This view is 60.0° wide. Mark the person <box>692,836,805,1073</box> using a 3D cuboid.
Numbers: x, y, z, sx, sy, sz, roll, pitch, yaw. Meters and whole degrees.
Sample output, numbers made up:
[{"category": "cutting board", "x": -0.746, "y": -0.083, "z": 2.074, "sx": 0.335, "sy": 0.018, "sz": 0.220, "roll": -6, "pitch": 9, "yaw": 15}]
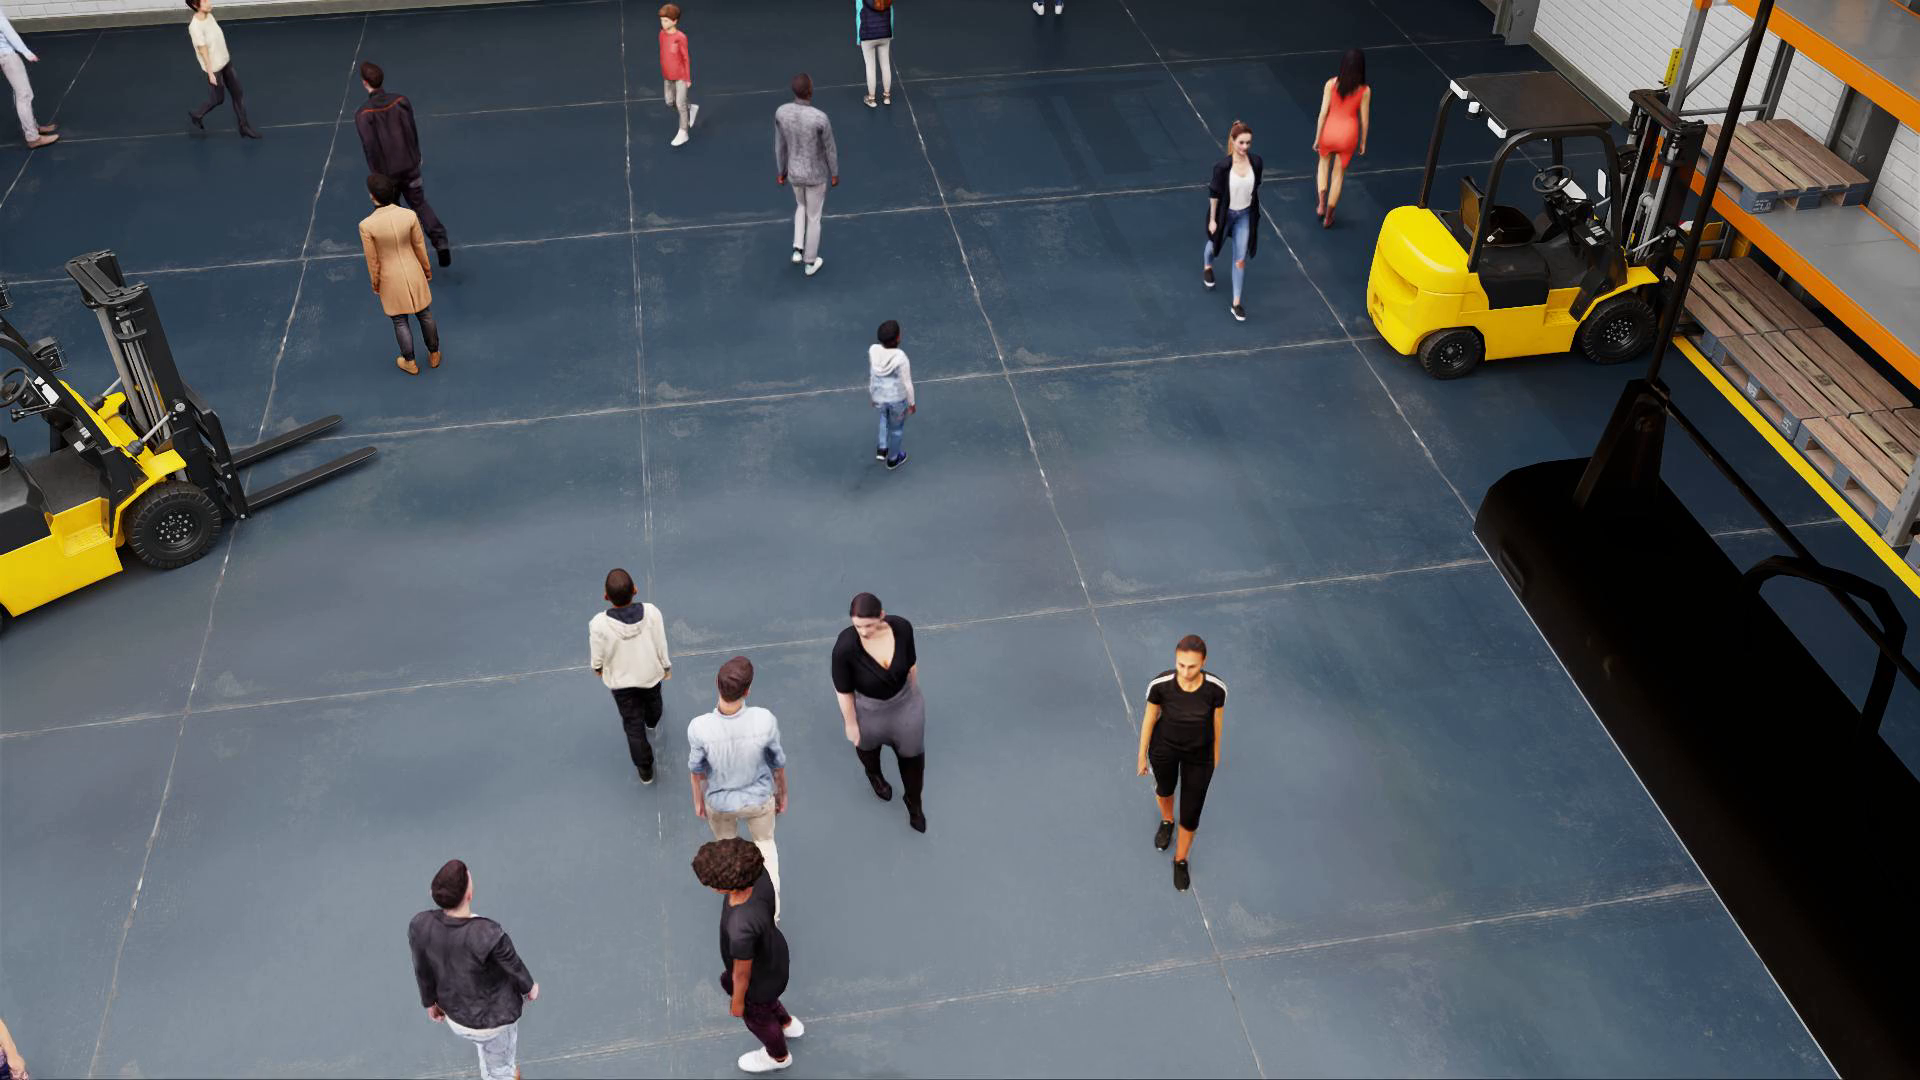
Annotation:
[{"category": "person", "x": -0.917, "y": 2.041, "z": 8.062, "sx": 0.745, "sy": 1.761, "sz": 0.615, "roll": 1, "pitch": 39, "yaw": 2}]

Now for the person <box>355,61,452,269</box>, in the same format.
[{"category": "person", "x": -4.885, "y": -3.224, "z": 14.554, "sx": 1.036, "sy": 1.887, "sz": 1.210, "roll": -29, "pitch": 47, "yaw": -32}]

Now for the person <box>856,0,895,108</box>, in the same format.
[{"category": "person", "x": -0.885, "y": -5.307, "z": 17.470, "sx": 0.617, "sy": 1.501, "sz": 0.637, "roll": -14, "pitch": 41, "yaw": -17}]

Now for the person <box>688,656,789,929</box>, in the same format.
[{"category": "person", "x": -1.148, "y": 1.424, "z": 8.781, "sx": 0.682, "sy": 1.828, "sz": 0.949, "roll": -10, "pitch": 40, "yaw": -12}]

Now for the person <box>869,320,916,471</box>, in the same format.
[{"category": "person", "x": -0.552, "y": -1.051, "z": 12.343, "sx": 0.601, "sy": 1.249, "sz": 0.655, "roll": 19, "pitch": 42, "yaw": 22}]

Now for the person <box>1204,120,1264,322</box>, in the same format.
[{"category": "person", "x": 2.284, "y": -2.793, "z": 14.217, "sx": 0.625, "sy": 1.633, "sz": 1.100, "roll": -6, "pitch": 39, "yaw": -8}]

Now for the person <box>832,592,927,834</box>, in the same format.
[{"category": "person", "x": -0.504, "y": 0.890, "z": 9.533, "sx": 0.795, "sy": 1.723, "sz": 0.884, "roll": -18, "pitch": 42, "yaw": -21}]

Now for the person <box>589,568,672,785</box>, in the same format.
[{"category": "person", "x": -1.917, "y": 0.839, "z": 9.840, "sx": 0.694, "sy": 1.420, "sz": 0.948, "roll": -12, "pitch": 40, "yaw": -14}]

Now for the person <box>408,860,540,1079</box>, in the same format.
[{"category": "person", "x": -2.279, "y": 2.255, "z": 7.744, "sx": 0.789, "sy": 1.824, "sz": 0.827, "roll": 13, "pitch": 40, "yaw": 16}]

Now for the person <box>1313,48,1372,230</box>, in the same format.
[{"category": "person", "x": 3.452, "y": -3.626, "z": 15.202, "sx": 0.728, "sy": 1.706, "sz": 0.746, "roll": 11, "pitch": 40, "yaw": 14}]

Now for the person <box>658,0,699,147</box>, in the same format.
[{"category": "person", "x": -2.829, "y": -4.737, "z": 16.833, "sx": 0.774, "sy": 1.406, "sz": 0.845, "roll": 21, "pitch": 43, "yaw": 24}]

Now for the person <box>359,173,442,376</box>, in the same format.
[{"category": "person", "x": -4.478, "y": -2.125, "z": 13.308, "sx": 0.740, "sy": 1.724, "sz": 0.754, "roll": -23, "pitch": 44, "yaw": -26}]

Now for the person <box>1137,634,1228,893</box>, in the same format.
[{"category": "person", "x": 1.246, "y": 1.113, "z": 9.311, "sx": 0.769, "sy": 1.652, "sz": 0.904, "roll": 8, "pitch": 39, "yaw": 9}]

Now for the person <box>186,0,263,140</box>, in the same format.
[{"category": "person", "x": -7.550, "y": -4.755, "z": 16.728, "sx": 0.821, "sy": 1.565, "sz": 0.945, "roll": 4, "pitch": 39, "yaw": 5}]

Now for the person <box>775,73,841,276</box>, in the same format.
[{"category": "person", "x": -1.377, "y": -3.145, "z": 14.503, "sx": 0.789, "sy": 1.827, "sz": 0.808, "roll": 15, "pitch": 41, "yaw": 18}]

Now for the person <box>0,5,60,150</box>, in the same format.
[{"category": "person", "x": -9.519, "y": -4.823, "z": 16.555, "sx": 0.833, "sy": 1.888, "sz": 0.729, "roll": -28, "pitch": 47, "yaw": -31}]

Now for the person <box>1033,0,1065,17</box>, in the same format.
[{"category": "person", "x": 1.057, "y": -7.071, "z": 19.388, "sx": 0.712, "sy": 1.865, "sz": 0.596, "roll": -4, "pitch": 39, "yaw": -5}]
